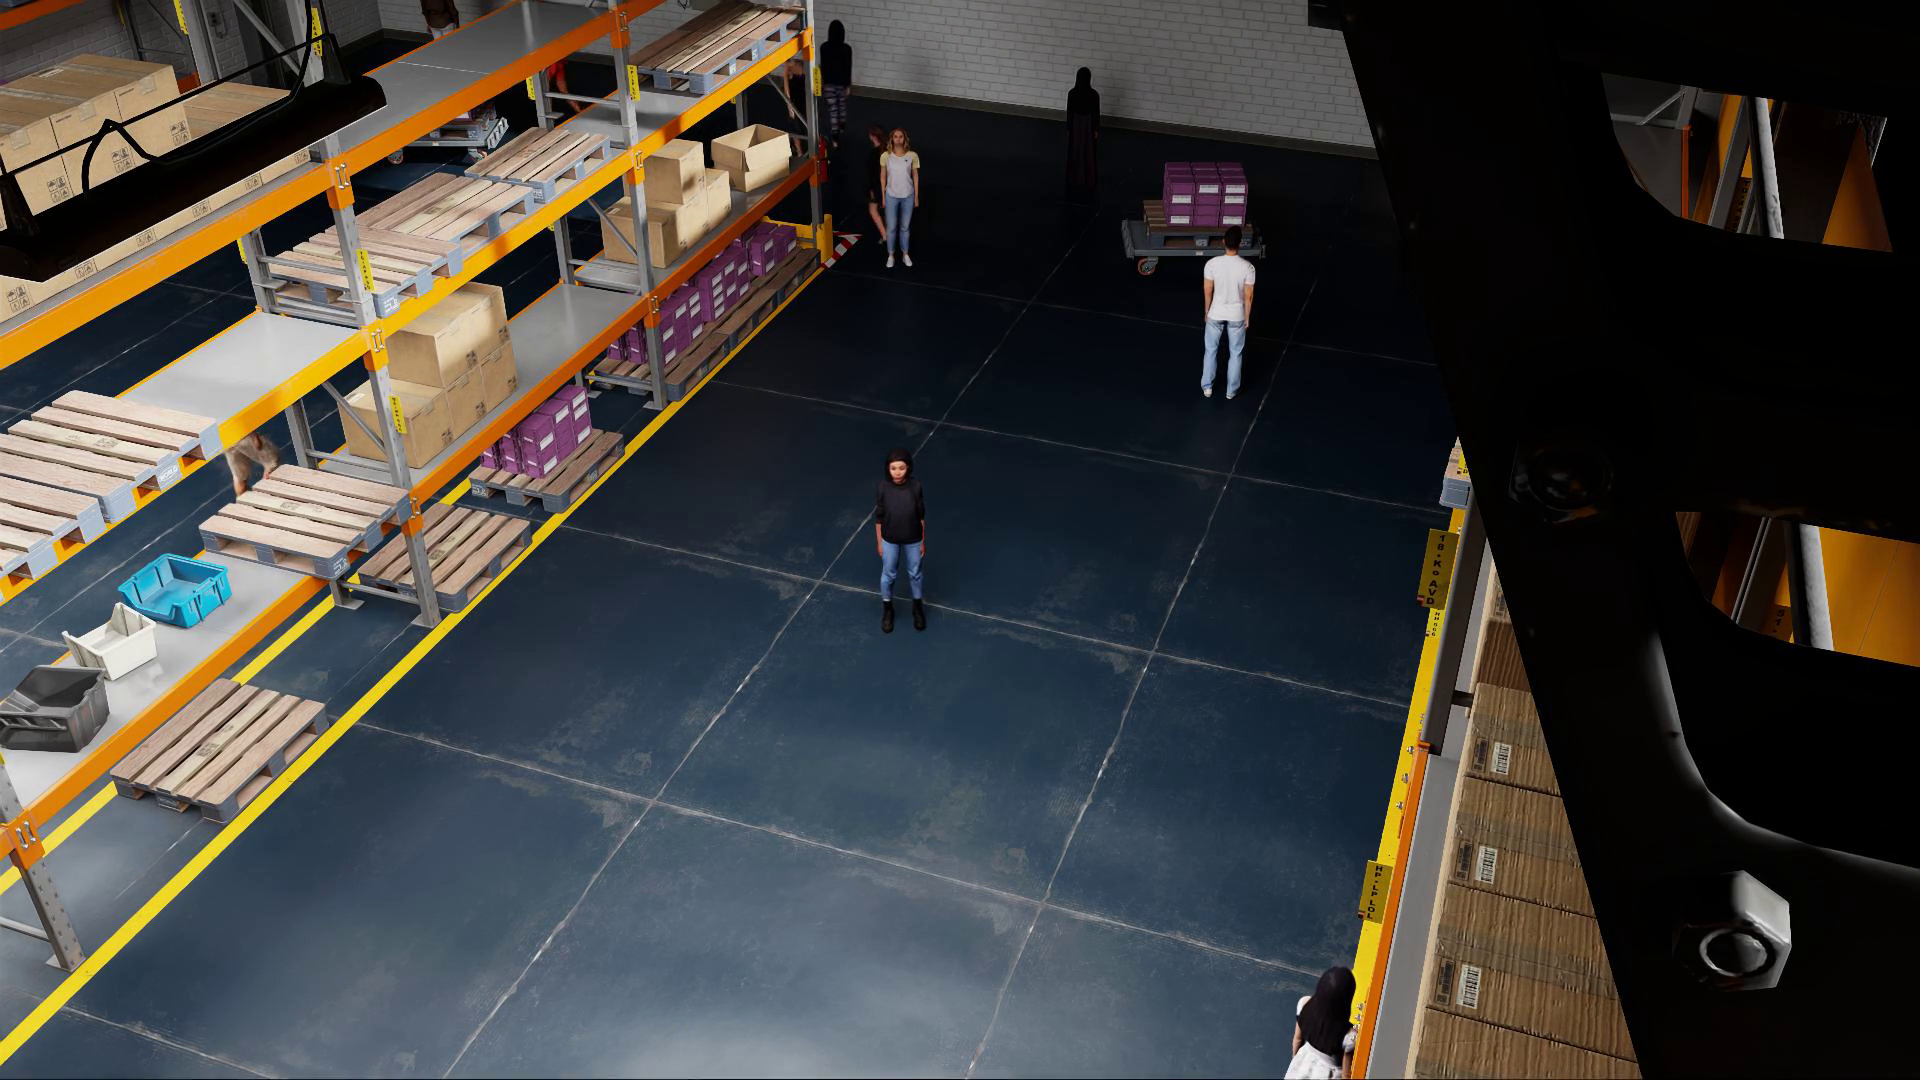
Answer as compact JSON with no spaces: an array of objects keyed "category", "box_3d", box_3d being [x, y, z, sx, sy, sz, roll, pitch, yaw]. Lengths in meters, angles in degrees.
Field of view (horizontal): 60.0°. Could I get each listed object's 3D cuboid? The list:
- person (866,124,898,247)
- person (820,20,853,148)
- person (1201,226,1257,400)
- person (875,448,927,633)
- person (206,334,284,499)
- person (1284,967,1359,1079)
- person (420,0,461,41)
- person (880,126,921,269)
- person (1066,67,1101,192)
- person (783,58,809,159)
[{"category":"person","box_3d":[-0.915,-4.257,20.136,0.684,1.540,0.754,-18,38,-25]},{"category":"person","box_3d":[-1.733,-6.279,23.051,0.913,1.680,1.205,-1,34,-2]},{"category":"person","box_3d":[2.718,-2.311,16.913,0.686,1.867,0.580,9,35,13]},{"category":"person","box_3d":[-0.481,-0.011,13.607,0.646,1.696,0.671,-4,34,-6]},{"category":"person","box_3d":[-6.496,-0.919,14.834,0.655,1.850,0.677,10,35,15]},{"category":"person","box_3d":[1.950,2.983,9.036,0.800,1.769,0.776,-25,41,-32]},{"category":"person","box_3d":[-7.853,-7.804,25.214,0.750,1.825,0.594,8,34,11]},{"category":"person","box_3d":[-0.716,-4.070,19.689,0.703,1.722,0.692,-4,34,-5]},{"category":"person","box_3d":[1.604,-5.400,21.788,0.579,1.615,0.566,11,35,16]},{"category":"person","box_3d":[-2.253,-5.902,22.456,0.777,1.710,0.695,27,42,34]}]
